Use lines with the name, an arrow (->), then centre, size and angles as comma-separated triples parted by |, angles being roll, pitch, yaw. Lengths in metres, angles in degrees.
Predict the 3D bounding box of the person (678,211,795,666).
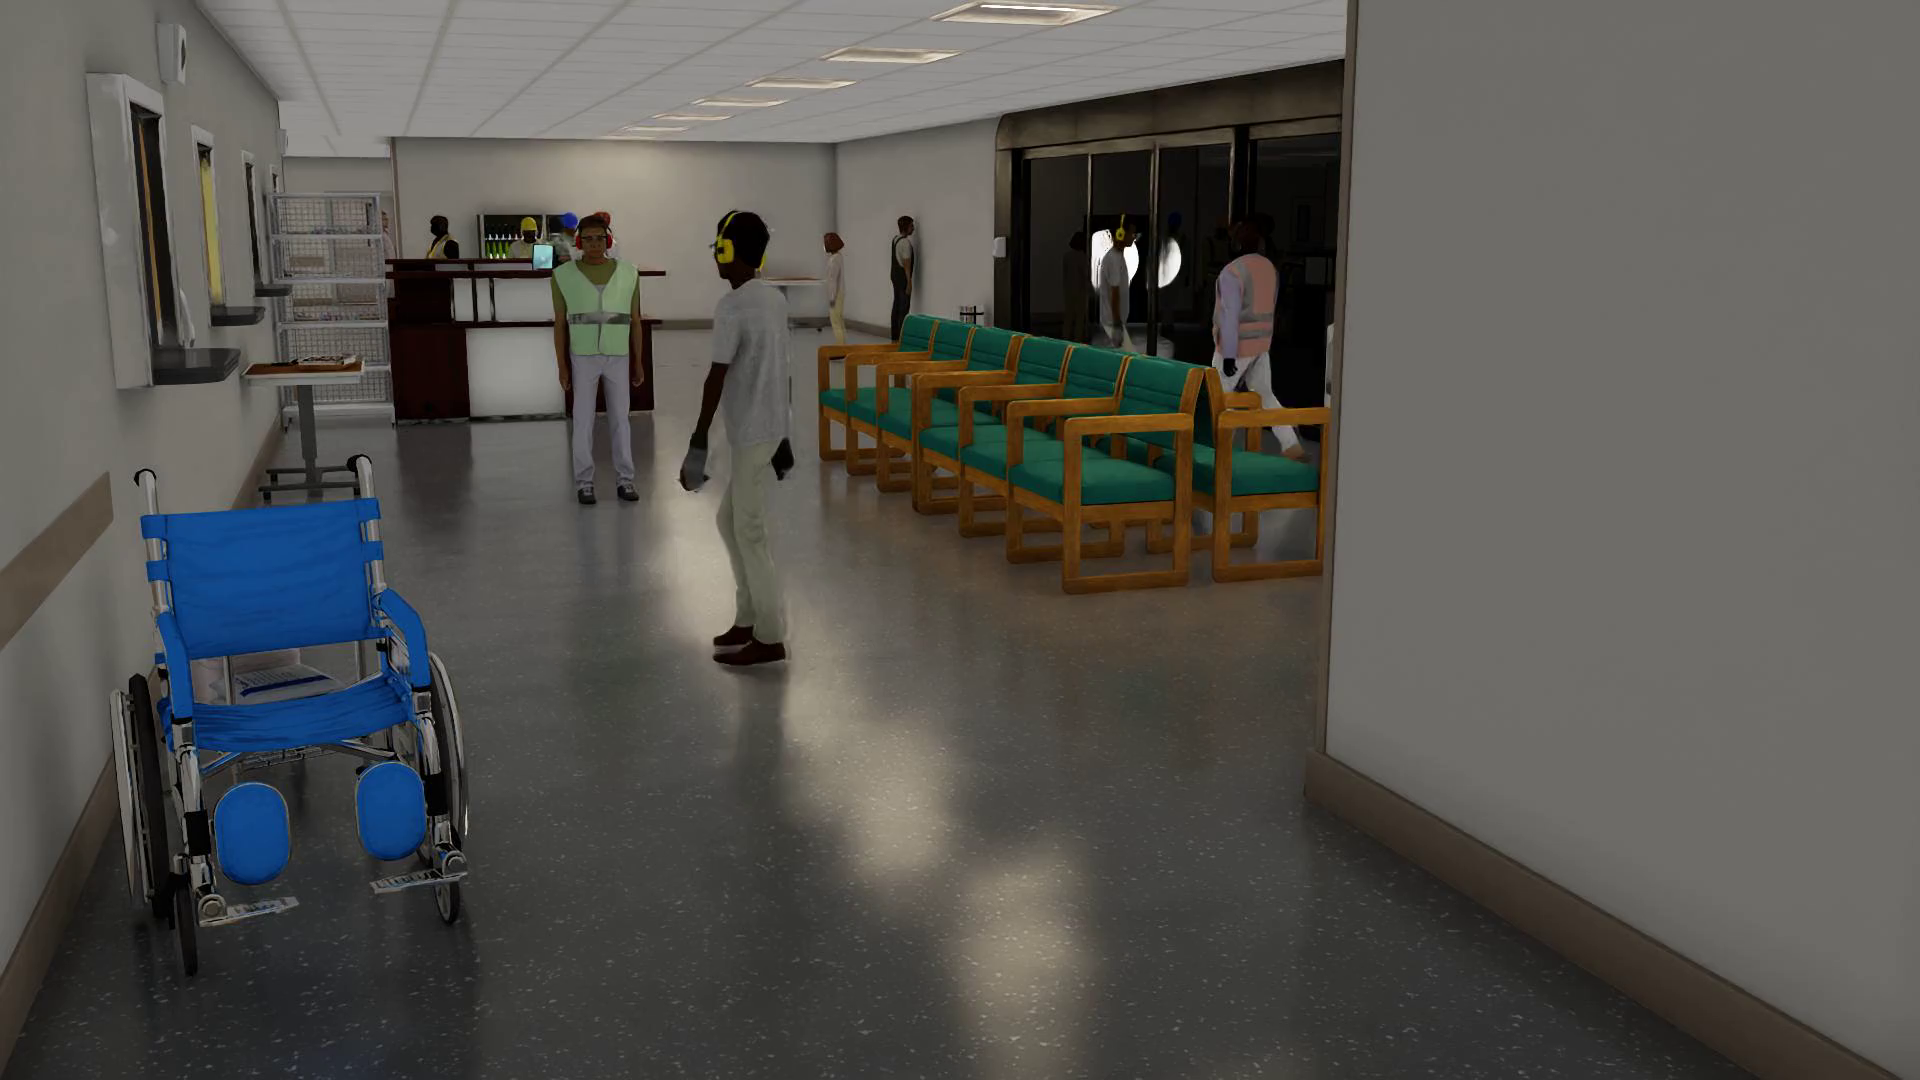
person -> -0.925, -0.388, 6.736 | 0.475, 1.853, 0.583 | 3, 11, 14

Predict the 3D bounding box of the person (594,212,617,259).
person -> -4.419, -3.112, 20.618 | 0.356, 1.884, 0.574 | -7, 13, -33

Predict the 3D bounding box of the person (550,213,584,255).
person -> -5.366, -3.579, 23.051 | 0.986, 1.879, 0.720 | 5, 12, 24

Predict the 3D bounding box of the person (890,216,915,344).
person -> -0.806, -3.651, 23.513 | 0.340, 1.839, 0.511 | -5, 12, -25

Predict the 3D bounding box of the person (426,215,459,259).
person -> -7.090, -3.517, 22.804 | 0.429, 1.845, 0.621 | -9, 14, -39

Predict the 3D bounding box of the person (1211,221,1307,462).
person -> 2.092, -1.383, 11.965 | 0.639, 1.810, 0.920 | -11, 15, -44

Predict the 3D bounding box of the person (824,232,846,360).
person -> -1.601, -3.110, 21.287 | 0.285, 1.627, 0.504 | 1, 11, 4

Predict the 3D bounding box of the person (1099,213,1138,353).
person -> 1.319, -1.805, 13.981 | 0.447, 1.850, 0.567 | 1, 11, 3

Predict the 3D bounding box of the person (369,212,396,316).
person -> -10.109, -4.795, 29.195 | 0.407, 1.908, 0.641 | -2, 11, -11

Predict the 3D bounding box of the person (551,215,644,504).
person -> -2.324, -1.153, 10.693 | 0.560, 1.839, 0.393 | -5, 12, -23

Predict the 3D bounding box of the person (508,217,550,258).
person -> -5.754, -3.415, 22.353 | 0.584, 1.823, 0.404 | -3, 12, -17
